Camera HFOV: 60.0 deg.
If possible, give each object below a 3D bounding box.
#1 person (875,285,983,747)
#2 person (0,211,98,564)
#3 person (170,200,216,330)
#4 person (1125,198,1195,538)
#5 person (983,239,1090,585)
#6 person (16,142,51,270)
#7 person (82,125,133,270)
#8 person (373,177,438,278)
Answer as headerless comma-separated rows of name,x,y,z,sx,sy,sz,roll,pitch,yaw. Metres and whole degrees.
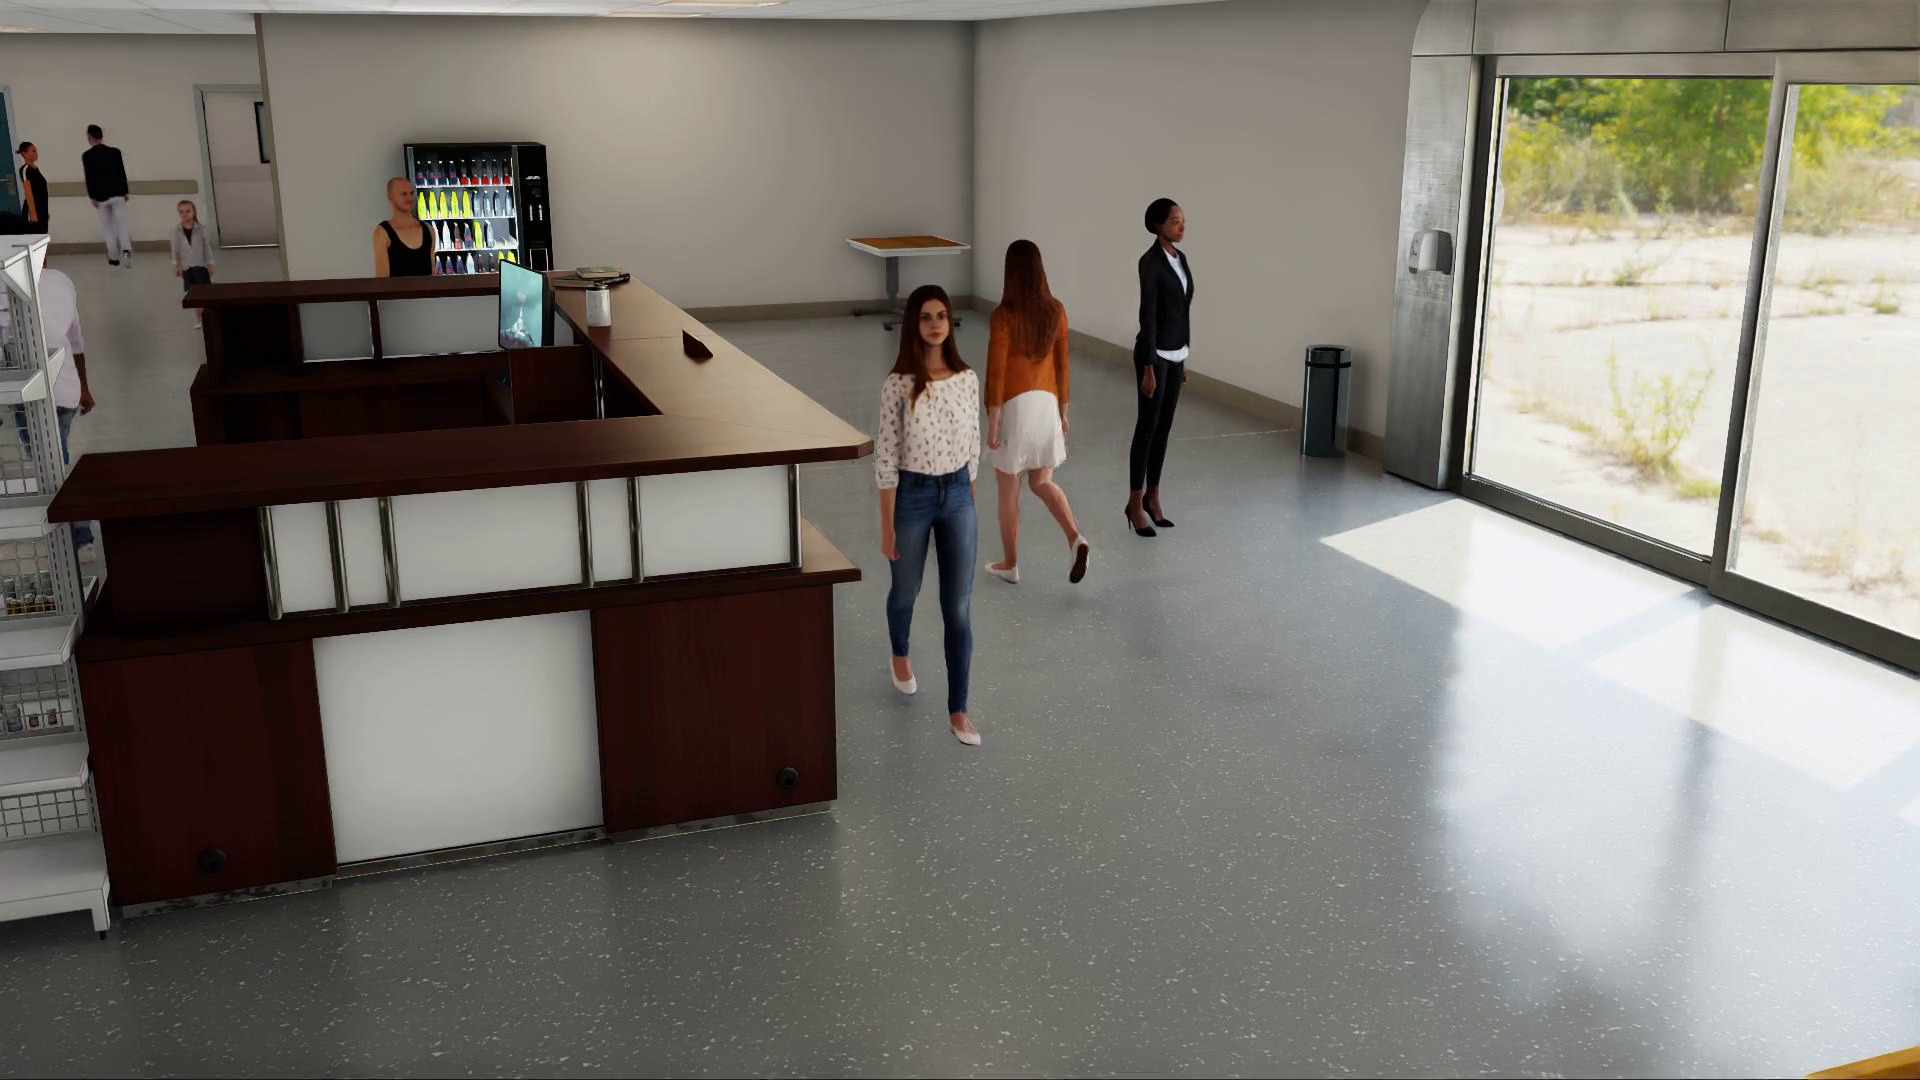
person,-0.150,-0.118,6.464,1.086,1.684,0.695,-4,16,-15
person,-4.647,-0.763,8.539,1.005,1.800,0.925,5,17,18
person,-7.563,-2.715,16.447,0.657,1.260,0.626,-4,16,-12
person,1.095,-0.945,9.122,0.753,1.834,0.659,10,19,33
person,0.368,-0.575,8.049,0.914,1.704,0.782,-10,18,-31
person,-11.295,-4.011,20.302,0.581,1.669,0.623,-2,16,-7
person,-10.853,-4.352,21.270,1.217,1.800,0.951,-10,19,-32
person,-3.705,-1.522,11.202,0.767,1.816,0.662,11,19,33
